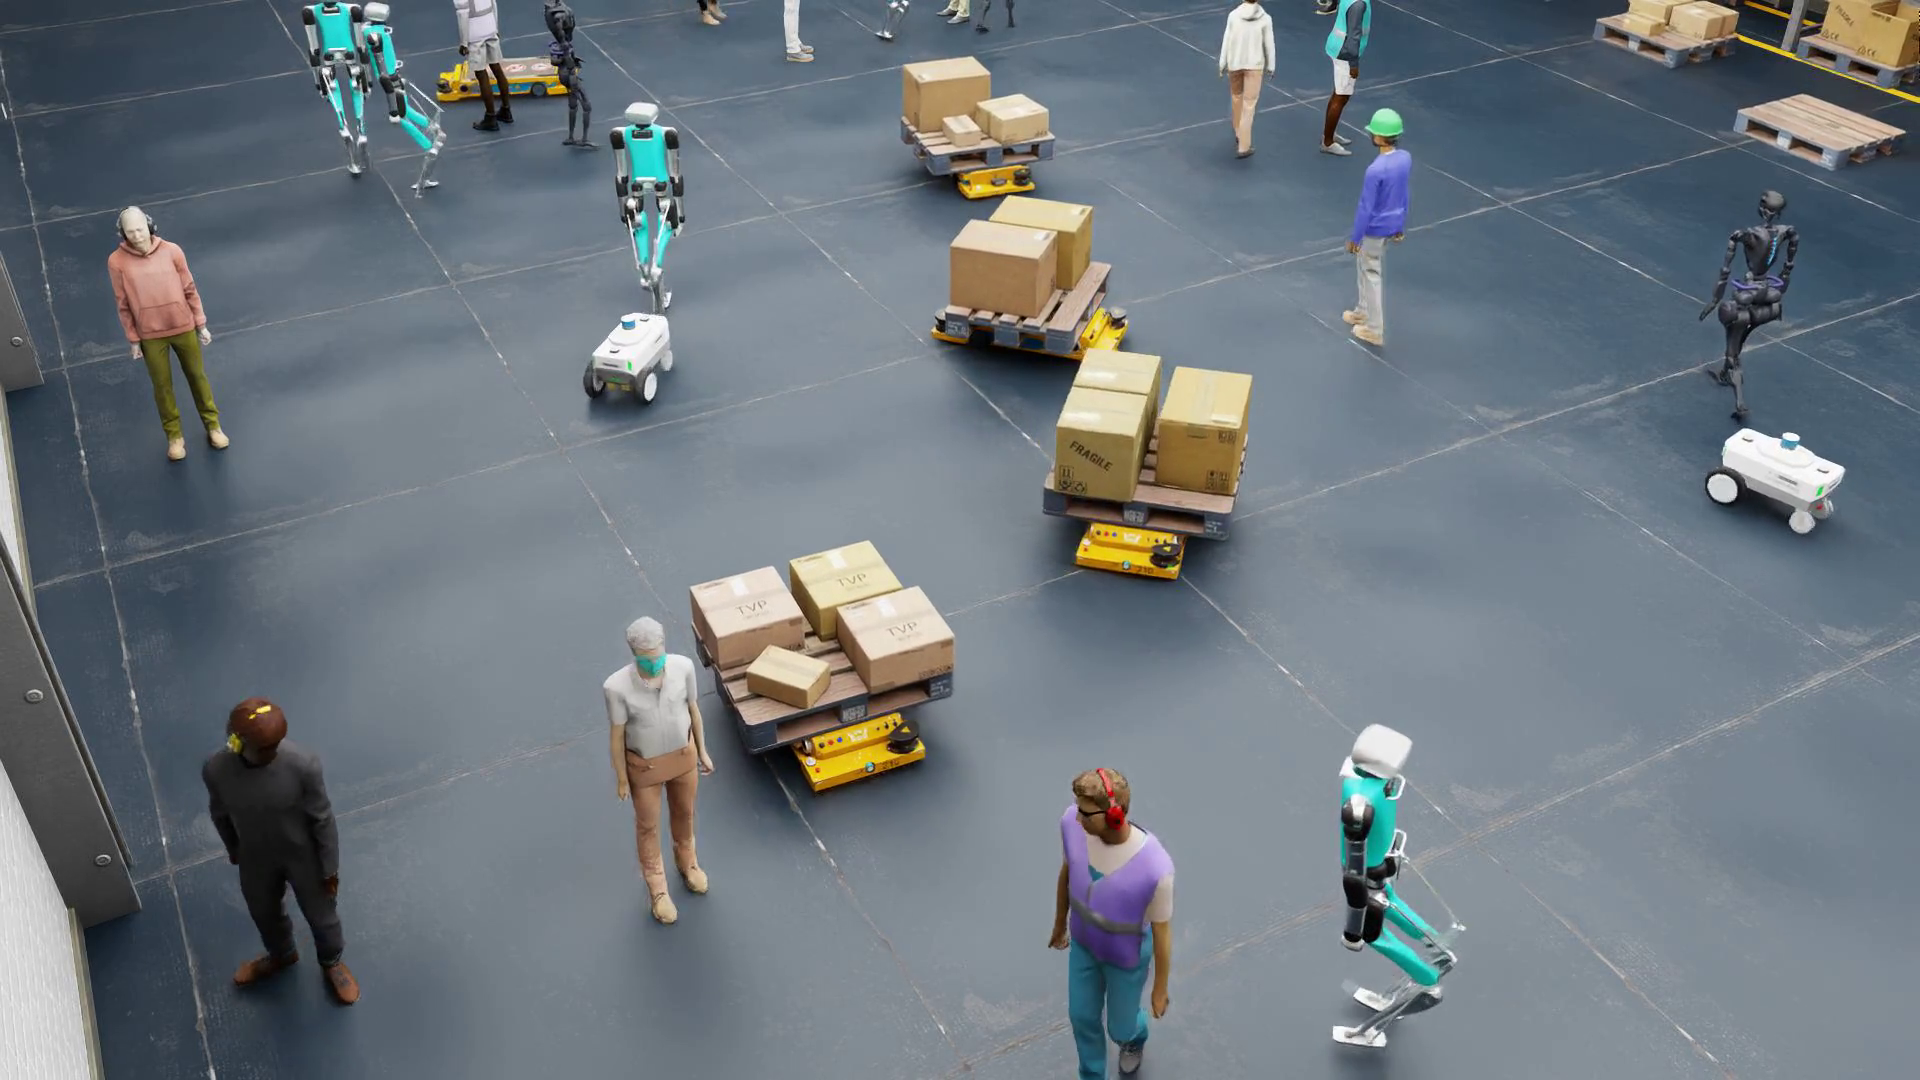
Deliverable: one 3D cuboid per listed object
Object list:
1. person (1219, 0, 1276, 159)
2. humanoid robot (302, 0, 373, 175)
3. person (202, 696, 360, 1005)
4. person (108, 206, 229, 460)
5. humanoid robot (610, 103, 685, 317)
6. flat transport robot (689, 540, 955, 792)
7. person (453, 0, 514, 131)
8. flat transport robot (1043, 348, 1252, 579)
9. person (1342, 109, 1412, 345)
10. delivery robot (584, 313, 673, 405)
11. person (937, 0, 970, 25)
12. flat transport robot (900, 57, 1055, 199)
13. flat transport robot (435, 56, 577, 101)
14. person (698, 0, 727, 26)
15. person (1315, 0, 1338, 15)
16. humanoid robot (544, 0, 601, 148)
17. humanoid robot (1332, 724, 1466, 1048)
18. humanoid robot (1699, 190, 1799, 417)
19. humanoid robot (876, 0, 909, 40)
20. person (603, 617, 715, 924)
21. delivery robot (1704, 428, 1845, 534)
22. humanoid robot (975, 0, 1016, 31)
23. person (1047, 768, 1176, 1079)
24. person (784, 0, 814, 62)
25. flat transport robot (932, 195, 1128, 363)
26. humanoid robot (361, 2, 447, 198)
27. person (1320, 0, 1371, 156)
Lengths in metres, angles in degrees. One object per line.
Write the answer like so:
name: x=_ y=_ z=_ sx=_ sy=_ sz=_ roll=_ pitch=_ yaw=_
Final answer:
person: x=2.787 y=-4.569 z=16.040 sx=0.521 sy=1.638 sz=0.740 roll=13 pitch=37 yaw=18
humanoid robot: x=-5.689 y=-4.148 z=15.383 sx=0.553 sy=1.813 sz=0.750 roll=-9 pitch=36 yaw=-12
person: x=-3.067 y=1.377 z=7.381 sx=0.681 sy=1.842 sz=0.431 roll=-2 pitch=35 yaw=-2
person: x=-5.433 y=-1.436 z=11.399 sx=0.523 sy=1.837 sz=0.372 roll=-17 pitch=38 yaw=-23
humanoid robot: x=-2.433 y=-2.417 z=12.932 sx=0.534 sy=1.772 sz=1.013 roll=1 pitch=35 yaw=1
flat transport robot: x=-0.782 y=0.843 z=9.513 sx=0.659 sy=0.231 sz=1.431 roll=-15 pitch=38 yaw=-20
person: x=-4.772 y=-5.015 z=16.423 sx=0.376 sy=1.937 sz=0.545 roll=17 pitch=38 yaw=23
flat transport robot: x=1.228 y=-0.253 z=11.076 sx=0.659 sy=0.231 sz=1.431 roll=8 pitch=36 yaw=12
person: x=3.157 y=-2.417 z=12.788 sx=0.488 sy=1.852 sz=0.640 roll=-25 pitch=42 yaw=-31
delivery robot: x=-2.460 y=-1.378 z=12.449 sx=0.499 sy=0.611 sz=0.814 roll=9 pitch=36 yaw=13
person: x=-0.033 y=-6.938 z=19.246 sx=0.377 sy=1.844 sz=0.569 roll=-13 pitch=37 yaw=-17
flat transport robot: x=0.150 y=-3.647 z=15.922 sx=0.659 sy=0.231 sz=1.431 roll=-11 pitch=37 yaw=-16
flat transport robot: x=-4.826 y=-4.920 z=17.741 sx=1.431 sy=0.231 sz=0.659 roll=-6 pitch=35 yaw=-9
person: x=-2.922 y=-6.732 z=19.098 sx=0.397 sy=1.673 sz=0.545 roll=17 pitch=39 yaw=23
person: x=4.372 y=-7.185 z=19.518 sx=0.418 sy=1.948 sz=0.670 roll=-3 pitch=35 yaw=-4
humanoid robot: x=-3.789 y=-4.617 z=16.084 sx=0.338 sy=1.652 sz=0.591 roll=-7 pitch=36 yaw=-11
humanoid robot: x=1.917 y=1.562 z=7.140 sx=0.733 sy=1.716 sz=0.536 roll=14 pitch=38 yaw=20
humanoid robot: x=5.724 y=-1.709 z=11.997 sx=0.593 sy=1.643 sz=0.820 roll=-4 pitch=35 yaw=-6
humanoid robot: x=-0.778 y=-6.450 z=18.682 sx=0.657 sy=1.842 sz=0.540 roll=28 pitch=43 yaw=33
person: x=-1.422 y=1.072 z=7.913 sx=0.495 sy=1.744 sz=0.394 roll=-19 pitch=39 yaw=-25
delivery robot: x=5.438 y=-0.440 z=11.112 sx=0.499 sy=0.614 sz=0.802 roll=-27 pitch=43 yaw=-33
humanoid robot: x=0.404 y=-6.650 z=19.033 sx=0.618 sy=1.646 sz=0.646 roll=24 pitch=42 yaw=31
person: x=0.641 y=1.696 z=6.956 sx=0.642 sy=1.803 sz=0.604 roll=25 pitch=42 yaw=31
person: x=-1.825 y=-6.201 z=18.163 sx=0.340 sy=1.882 sz=0.582 roll=-2 pitch=35 yaw=-2
flat transport robot: x=0.555 y=-1.703 z=13.147 sx=1.431 sy=0.231 sz=0.659 roll=11 pitch=37 yaw=15
humanoid robot: x=-4.956 y=-3.980 z=15.142 sx=0.659 sy=1.830 sz=0.541 roll=-8 pitch=36 yaw=-11
person: x=3.730 y=-4.653 z=15.924 sx=0.471 sy=1.924 sz=0.551 roll=6 pitch=35 yaw=8
